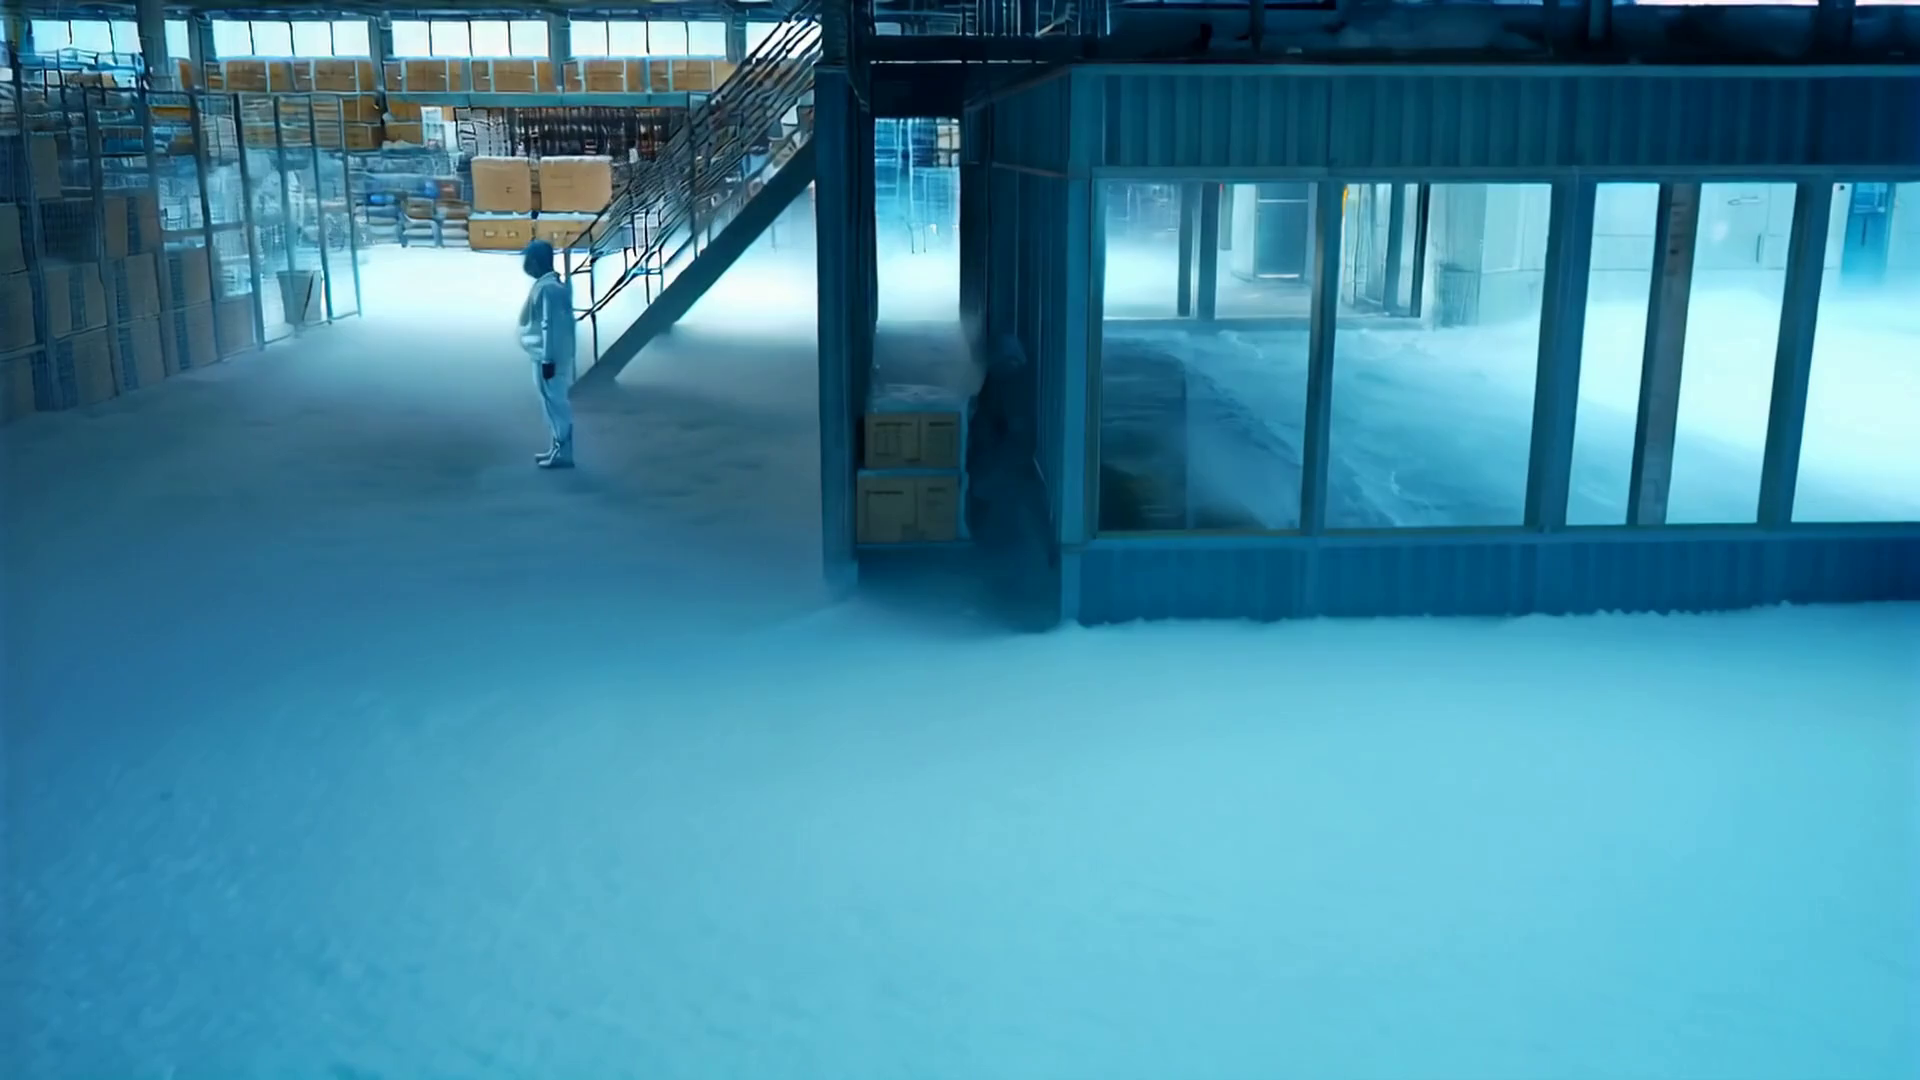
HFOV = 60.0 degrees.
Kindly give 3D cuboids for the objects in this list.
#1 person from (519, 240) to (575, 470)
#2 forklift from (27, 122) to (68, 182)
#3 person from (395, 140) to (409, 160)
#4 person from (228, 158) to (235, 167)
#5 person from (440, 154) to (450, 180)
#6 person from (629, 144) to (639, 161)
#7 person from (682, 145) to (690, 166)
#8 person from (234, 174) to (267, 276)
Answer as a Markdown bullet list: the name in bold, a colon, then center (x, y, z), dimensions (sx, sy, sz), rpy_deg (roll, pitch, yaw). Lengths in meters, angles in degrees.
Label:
- **person**: center (-3.325, -1.489, 13.421), dimensions (0.431, 1.836, 0.619), rpy_deg (-5, 15, -19)
- **forklift**: center (-35.376, -14.773, 64.377), dimensions (1.129, 2.768, 1.873), rpy_deg (-1, 14, -2)
- **person**: center (-27.536, -18.741, 82.071), dimensions (0.624, 1.983, 0.418), rpy_deg (-5, 15, -18)
- **person**: center (-23.943, -11.737, 54.736), dimensions (0.543, 1.654, 0.862), rpy_deg (0, 14, 0)
- **person**: center (-17.183, -11.997, 55.581), dimensions (0.386, 1.755, 0.534), rpy_deg (-2, 14, -8)
- **person**: center (-14.749, -16.960, 75.214), dimensions (1.005, 1.859, 0.654), rpy_deg (1, 14, 6)
- **person**: center (-12.032, -16.456, 73.258), dimensions (0.423, 1.813, 0.611), rpy_deg (-2, 14, -6)
- **person**: center (-12.887, -5.709, 30.215), dimensions (0.520, 1.865, 0.332), rpy_deg (-9, 16, -31)
